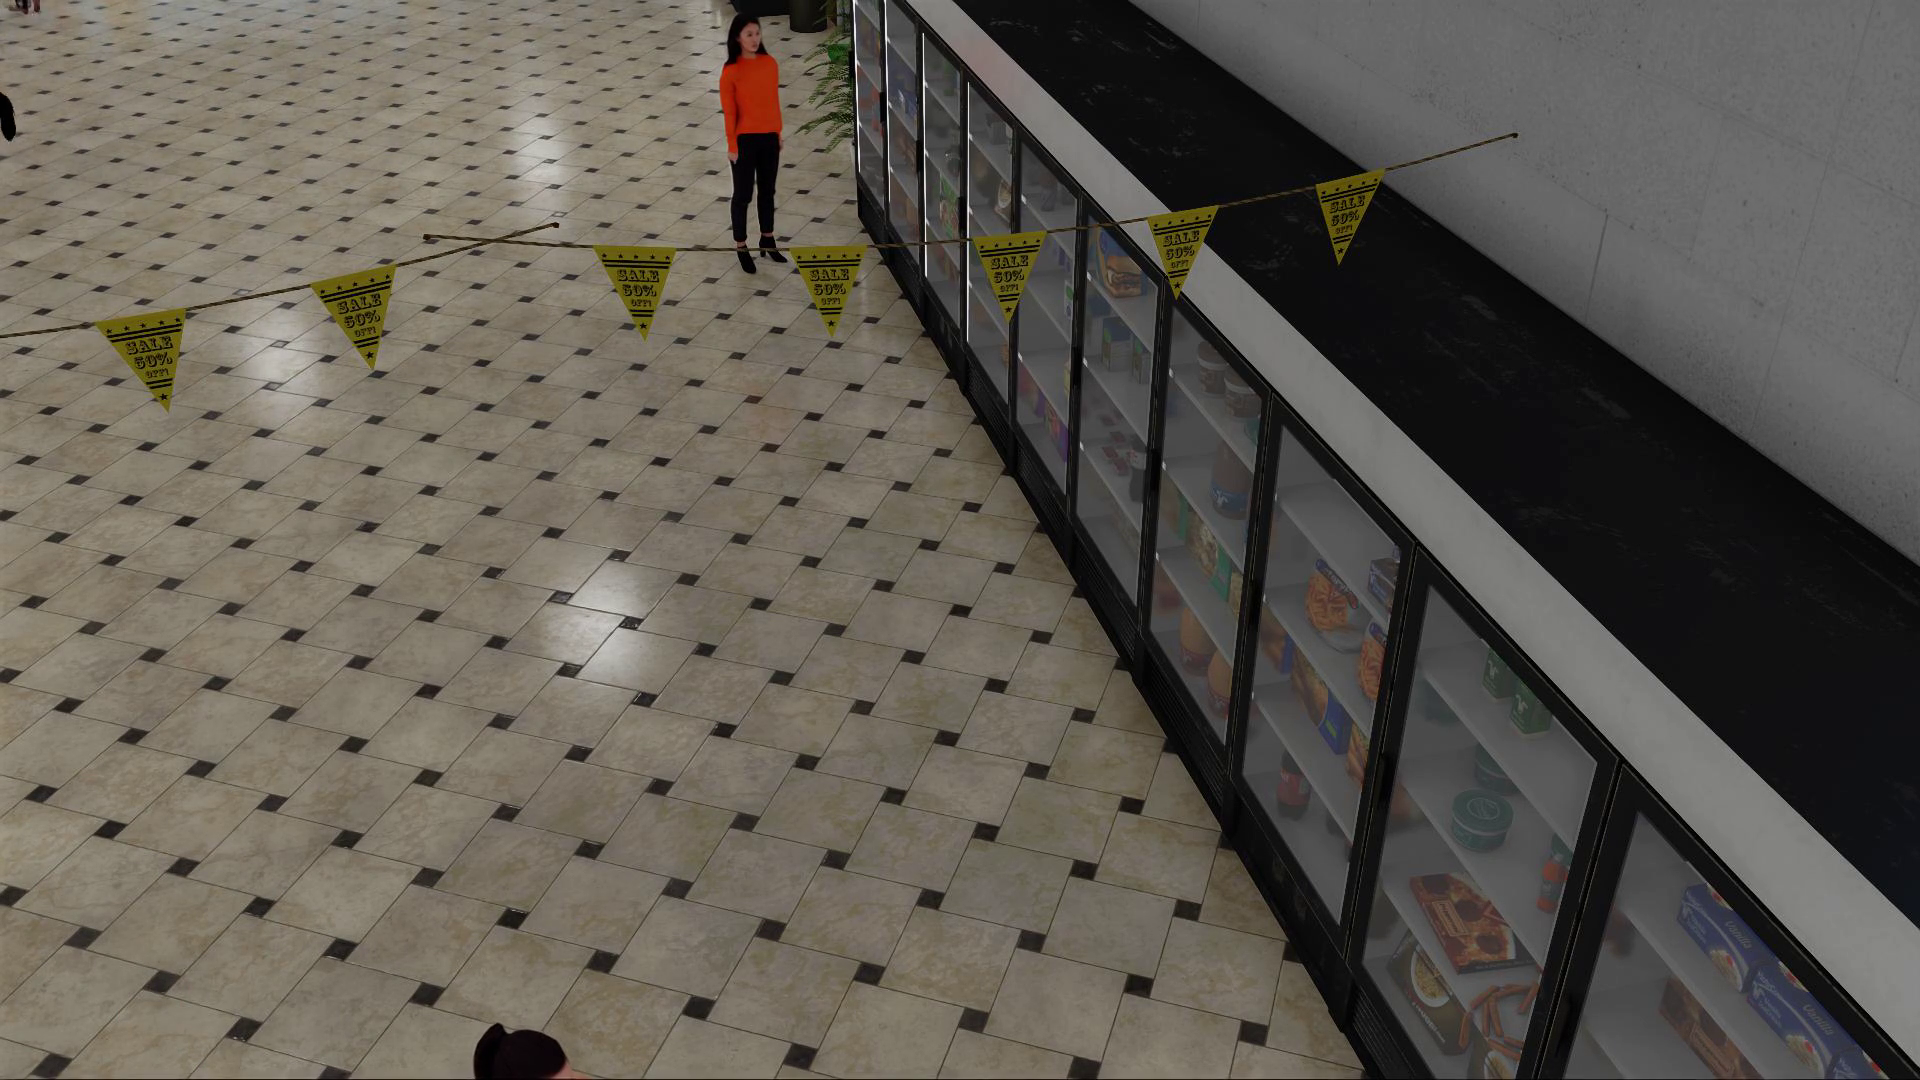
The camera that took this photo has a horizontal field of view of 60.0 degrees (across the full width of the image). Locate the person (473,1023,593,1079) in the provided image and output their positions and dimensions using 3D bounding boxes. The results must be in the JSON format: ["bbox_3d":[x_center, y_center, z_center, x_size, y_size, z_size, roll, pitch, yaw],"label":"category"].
[{"bbox_3d":[-0.996,1.811,4.216,0.702,1.608,0.646,16,35,24],"label":"person"}]

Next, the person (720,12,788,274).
[{"bbox_3d":[-1.410,-2.717,11.360,0.648,1.749,0.766,-26,40,-36],"label":"person"}]
